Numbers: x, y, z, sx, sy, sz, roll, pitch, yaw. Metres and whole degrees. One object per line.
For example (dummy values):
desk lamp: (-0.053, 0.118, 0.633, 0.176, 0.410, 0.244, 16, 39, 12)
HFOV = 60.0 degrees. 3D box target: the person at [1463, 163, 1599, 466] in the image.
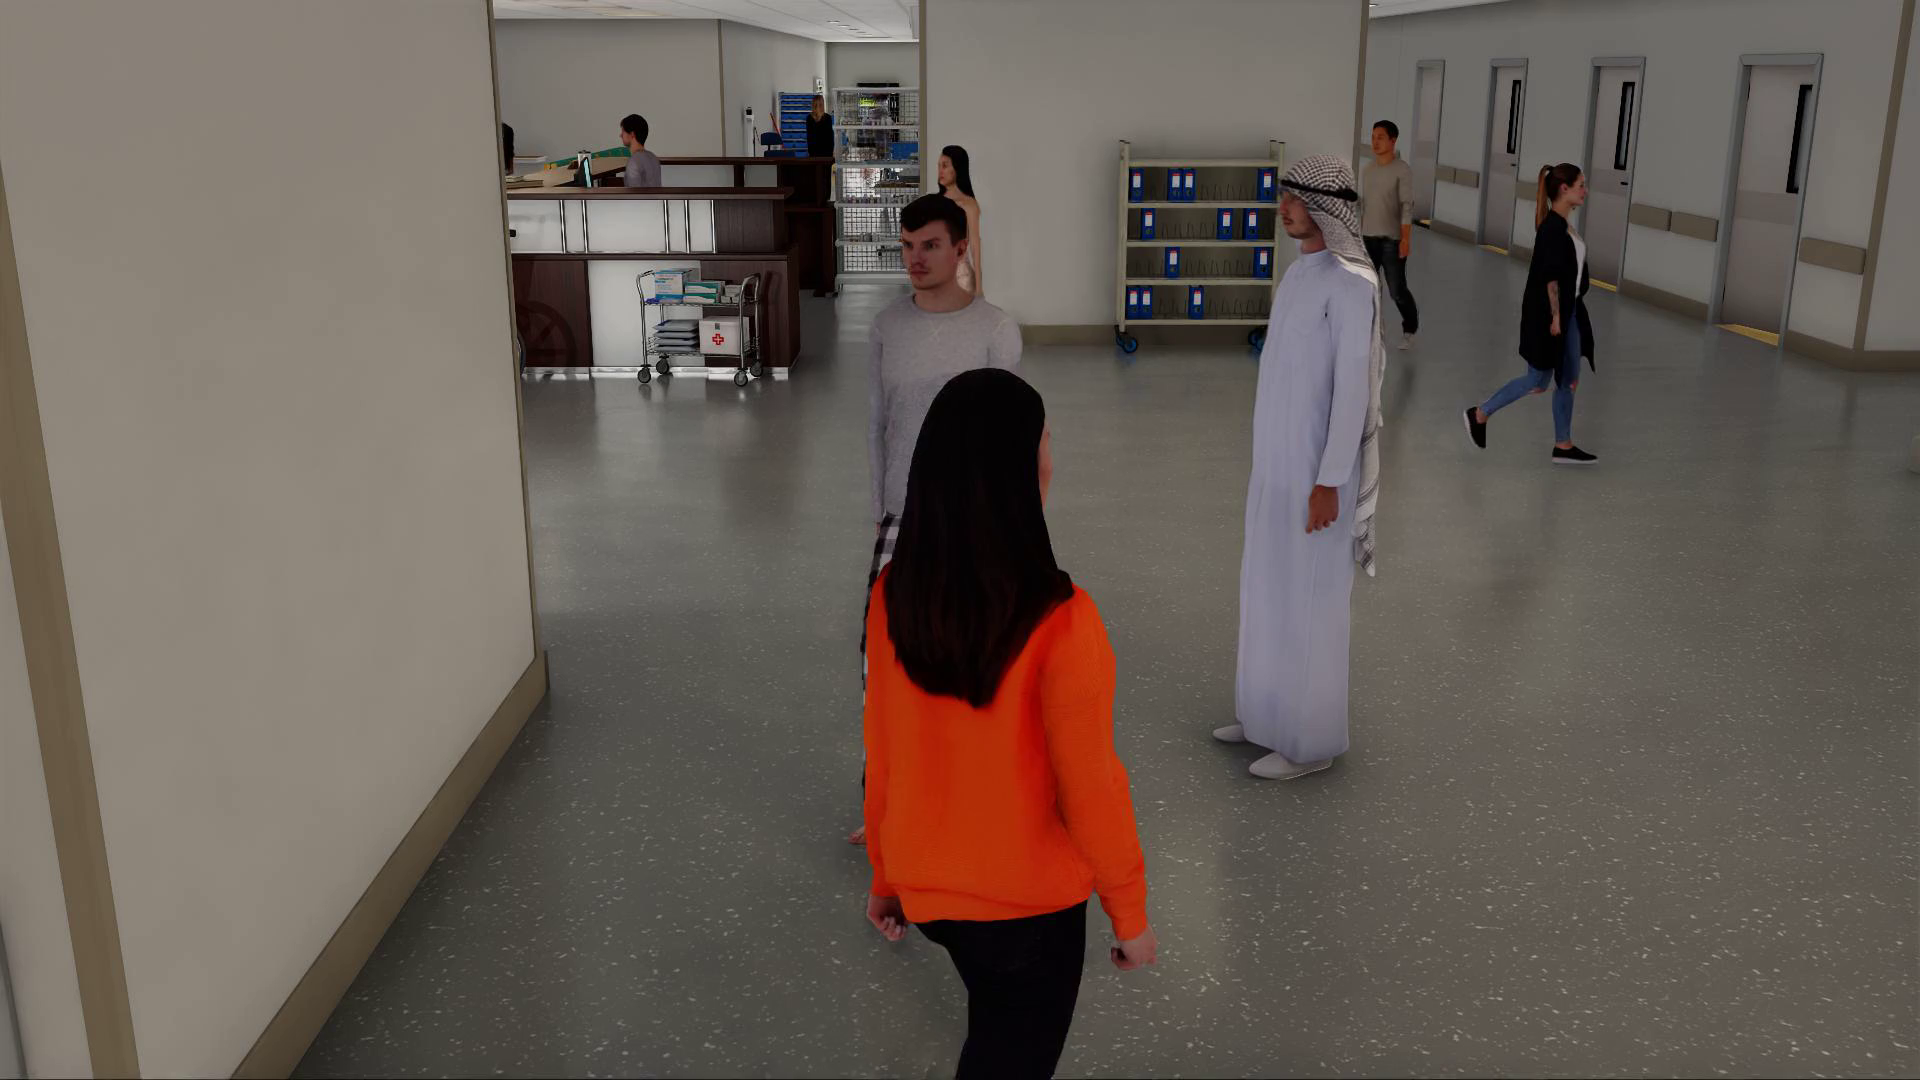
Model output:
person: (3.227, -1.232, 9.263, 1.079, 1.667, 0.943, 9, 18, 30)

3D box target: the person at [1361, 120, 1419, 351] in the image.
person: (3.349, -2.312, 12.895, 1.265, 1.776, 1.156, -14, 21, -40)

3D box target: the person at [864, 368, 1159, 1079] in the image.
person: (-0.004, 0.607, 2.613, 0.784, 1.736, 0.737, -13, 20, -38)

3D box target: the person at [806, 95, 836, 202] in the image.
person: (-2.243, -6.227, 26.734, 0.566, 1.801, 0.723, 5, 16, 17)

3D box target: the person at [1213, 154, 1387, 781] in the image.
person: (1.082, -0.222, 5.193, 0.714, 1.931, 0.742, -4, 16, -12)

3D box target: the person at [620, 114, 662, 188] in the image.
person: (-2.515, -2.463, 13.311, 0.571, 1.840, 0.675, 2, 16, 8)

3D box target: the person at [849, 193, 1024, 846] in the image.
person: (-0.014, -0.076, 4.874, 1.001, 1.824, 0.911, 5, 17, 17)

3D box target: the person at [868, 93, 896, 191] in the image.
person: (-1.466, -7.506, 31.466, 1.074, 1.829, 1.020, 9, 18, 30)

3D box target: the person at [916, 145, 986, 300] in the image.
person: (0.040, -1.550, 10.336, 1.132, 1.697, 0.948, -10, 19, -32)
